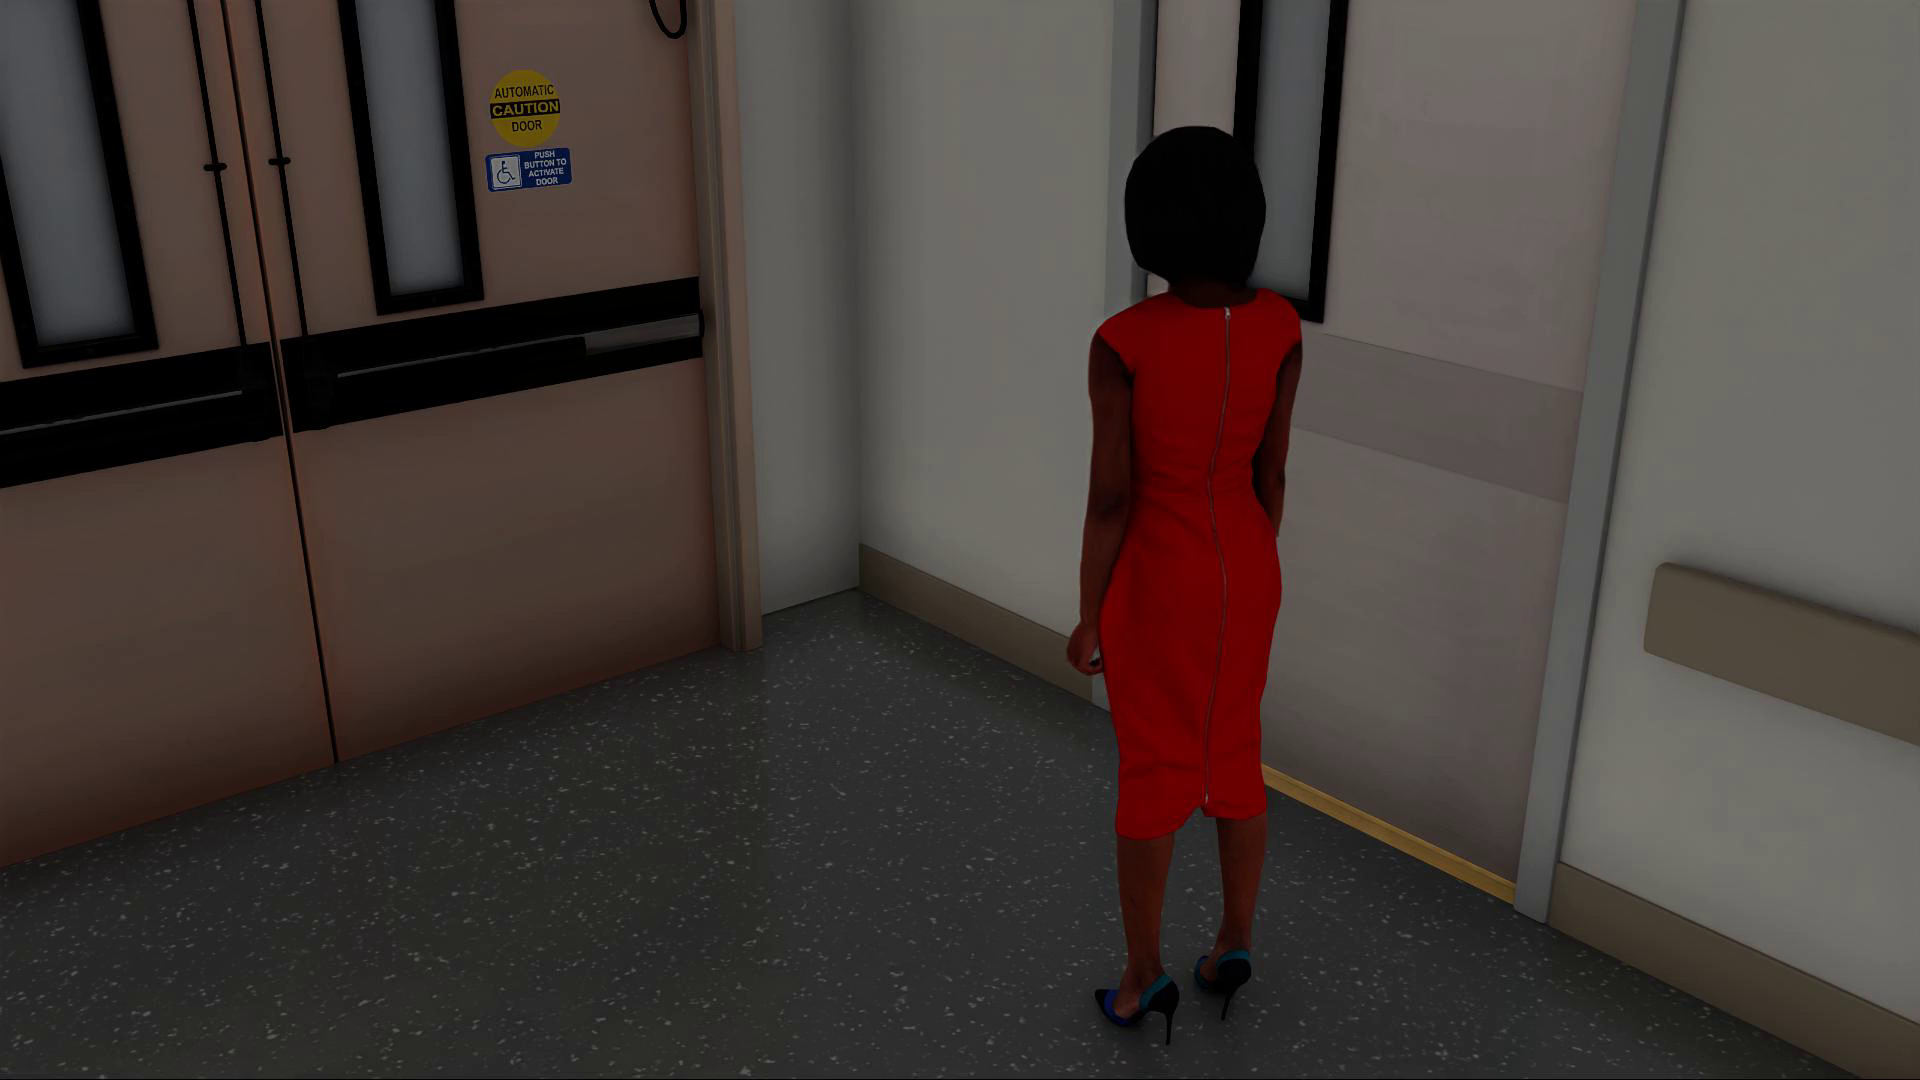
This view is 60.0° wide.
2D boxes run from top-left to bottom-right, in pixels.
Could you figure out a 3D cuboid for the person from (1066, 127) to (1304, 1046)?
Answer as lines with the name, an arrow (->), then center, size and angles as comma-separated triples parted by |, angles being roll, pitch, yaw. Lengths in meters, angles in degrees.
person -> 0.422, 0.131, 3.060 | 0.628, 1.745, 0.603 | -8, 22, -19
